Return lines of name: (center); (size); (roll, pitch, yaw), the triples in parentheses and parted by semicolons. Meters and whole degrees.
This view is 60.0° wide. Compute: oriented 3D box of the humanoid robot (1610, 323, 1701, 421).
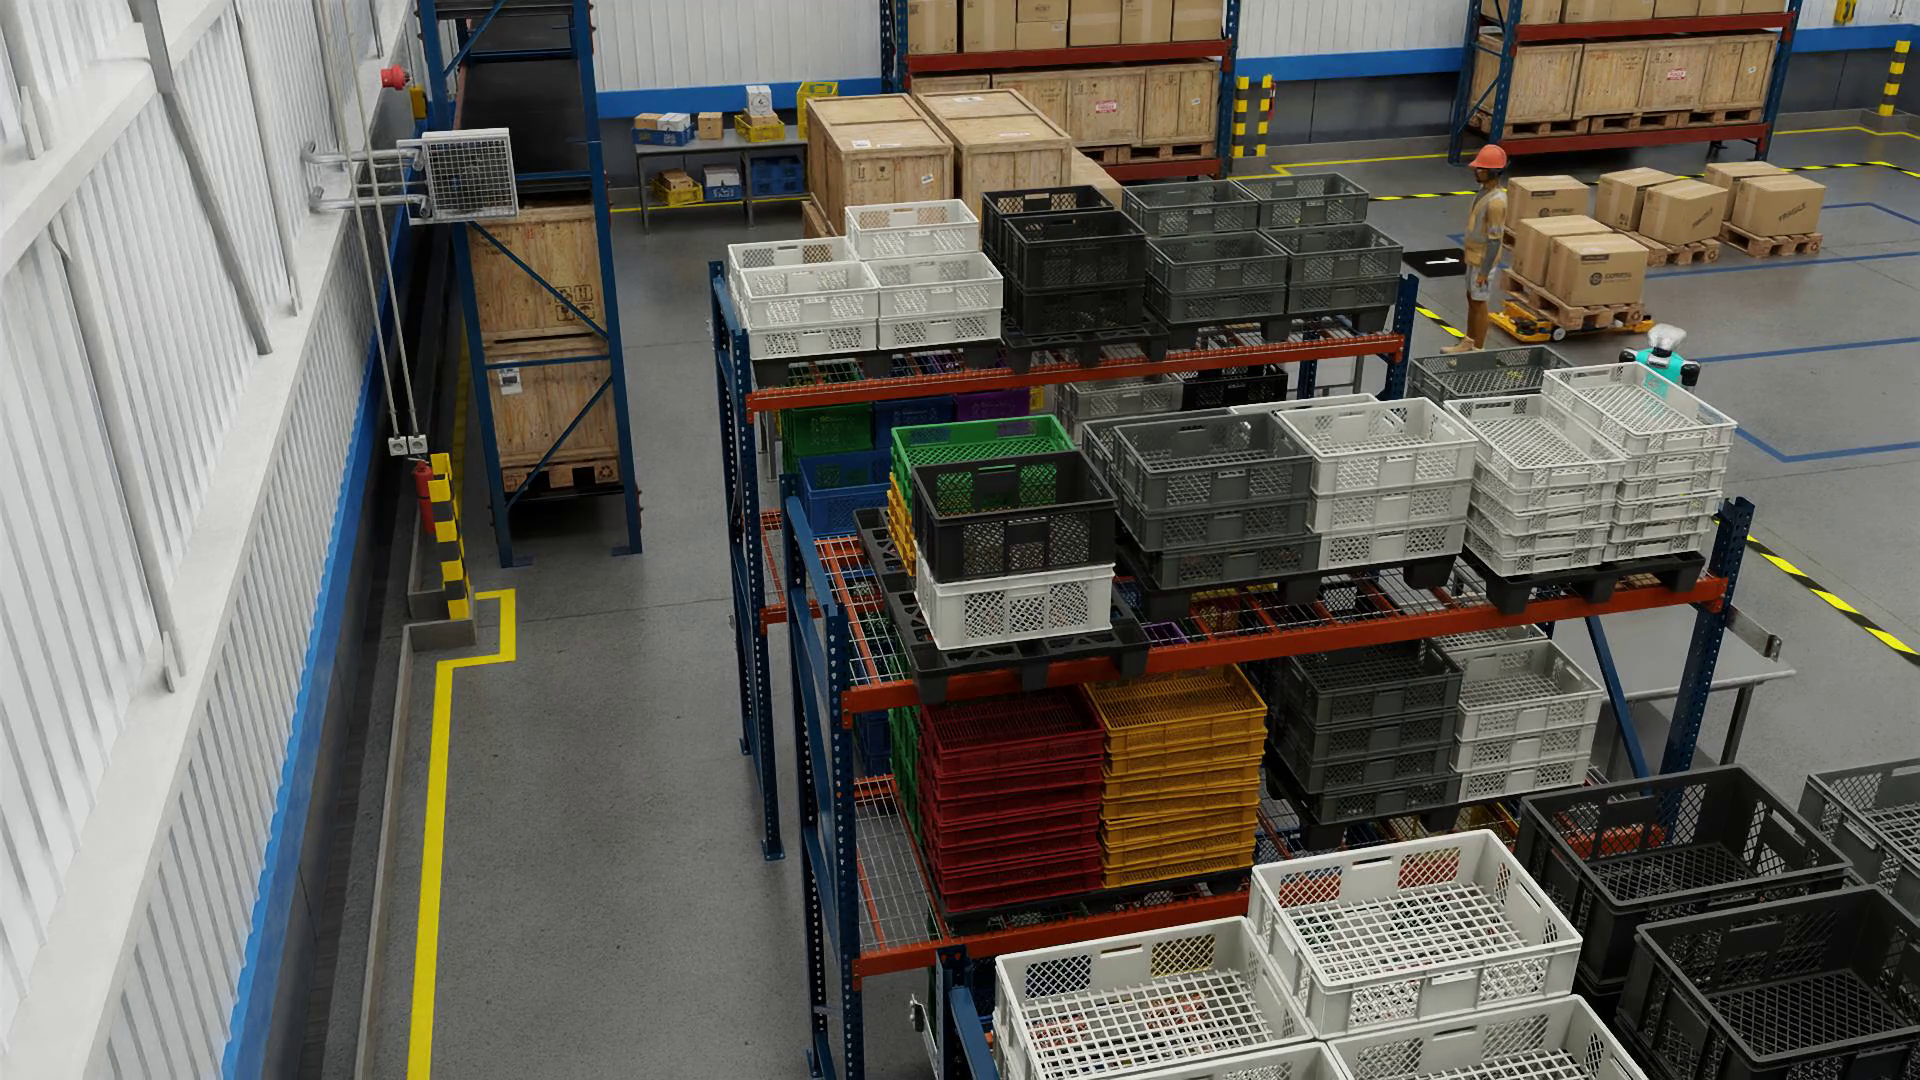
humanoid robot: (4.892, -0.779, 11.809); (0.533, 1.673, 0.735); (16, 32, 27)

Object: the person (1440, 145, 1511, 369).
person: (4.656, -2.533, 14.951); (0.384, 2.045, 0.604); (3, 28, 5)

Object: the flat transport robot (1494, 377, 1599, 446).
flat transport robot: (4.780, -1.036, 14.013); (0.659, 0.231, 1.431); (-6, 28, -12)

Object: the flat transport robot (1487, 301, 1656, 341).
flat transport robot: (5.944, -2.183, 16.158); (1.431, 0.197, 0.652); (-6, 28, -12)
